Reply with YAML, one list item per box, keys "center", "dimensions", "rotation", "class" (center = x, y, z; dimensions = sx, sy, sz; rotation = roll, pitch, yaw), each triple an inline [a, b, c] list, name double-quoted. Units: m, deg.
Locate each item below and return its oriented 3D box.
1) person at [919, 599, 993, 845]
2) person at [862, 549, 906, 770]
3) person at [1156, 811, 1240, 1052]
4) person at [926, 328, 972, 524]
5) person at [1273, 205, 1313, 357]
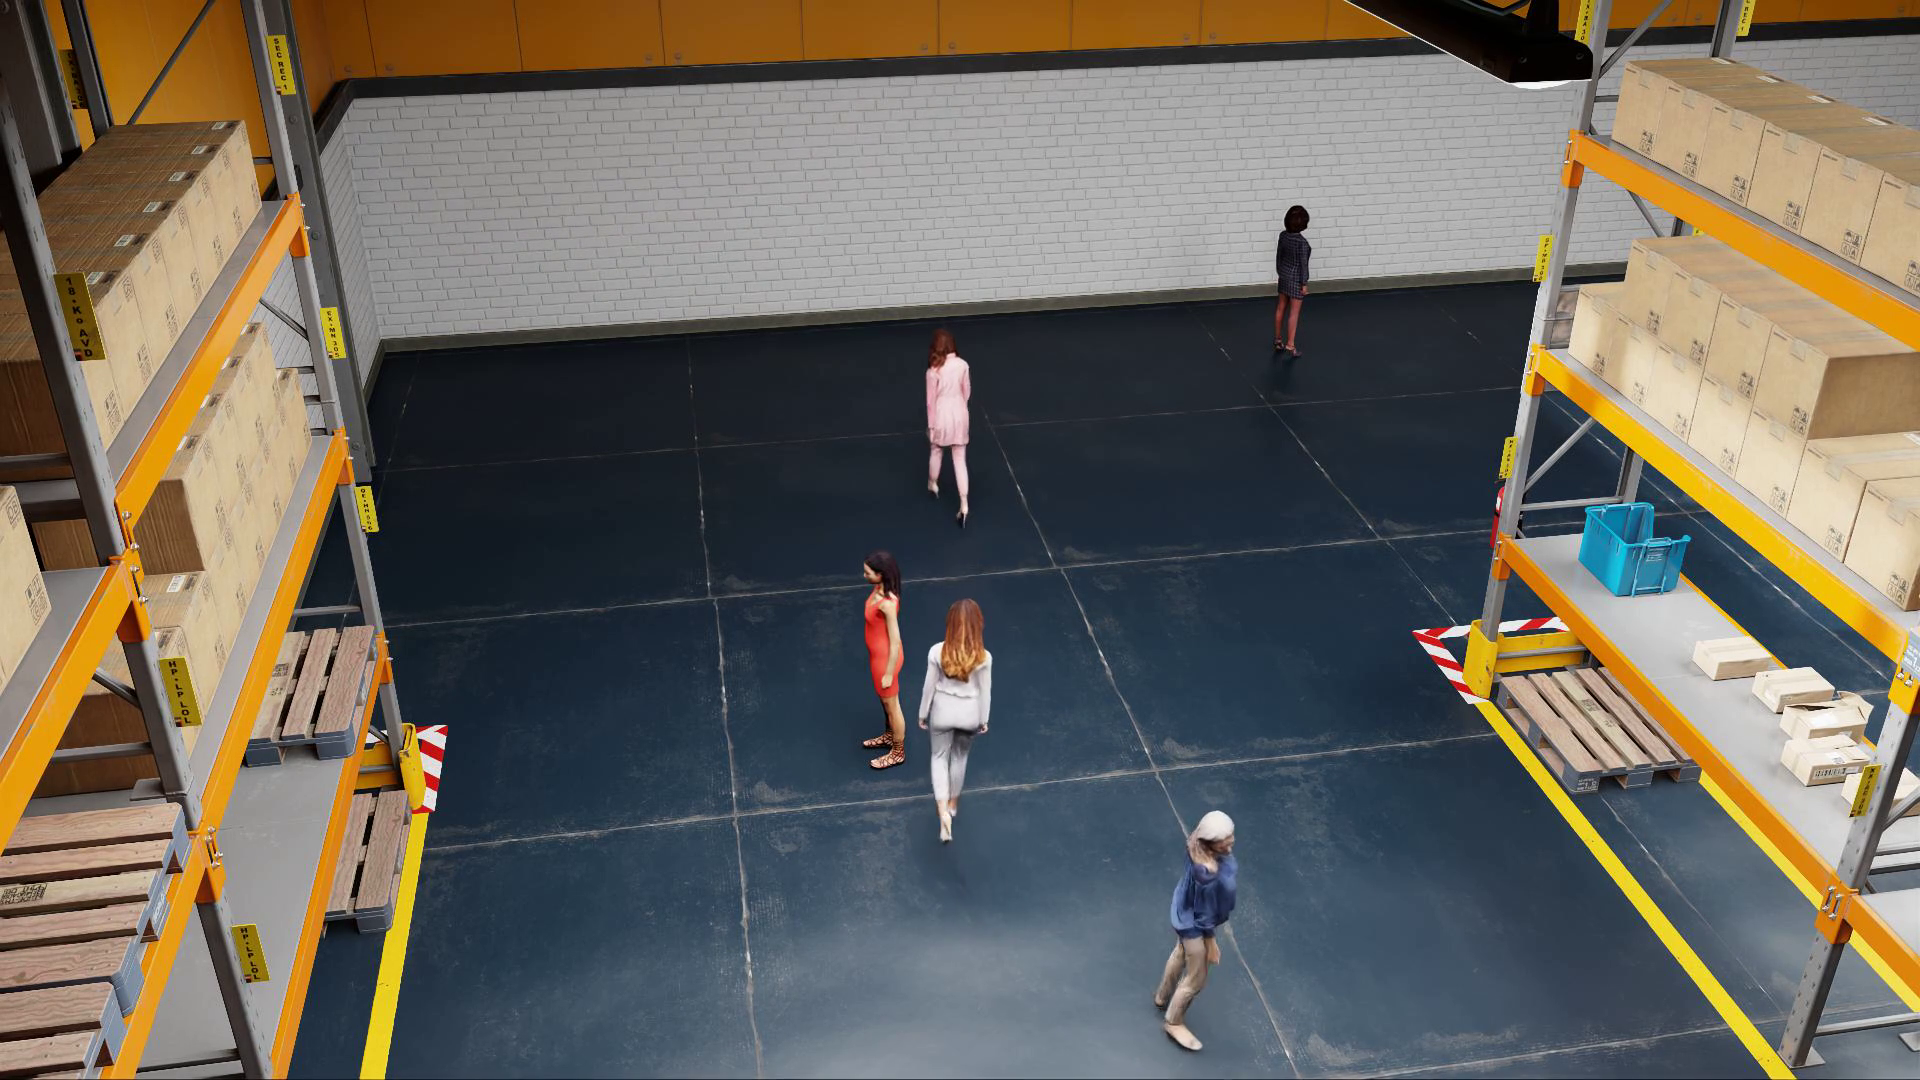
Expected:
- center: [-0.026, 1.249, 10.865]
  dimensions: [0.751, 1.735, 0.965]
  rotation: [-1, 29, -2]
  class: "person"
- center: [-0.521, 0.820, 11.663]
  dimensions: [0.646, 1.723, 0.450]
  rotation: [-6, 29, -11]
  class: "person"
- center: [1.291, 2.122, 9.334]
  dimensions: [0.950, 1.669, 0.700]
  rotation: [-2, 29, -4]
  class: "person"
- center: [-0.068, -0.990, 14.946]
  dimensions: [0.743, 1.758, 1.139]
  rotation: [-10, 30, -17]
  class: "person"
- center: [3.682, -2.879, 18.466]
  dimensions: [0.755, 1.702, 0.605]
  rotation: [-16, 32, -27]
  class: "person"
